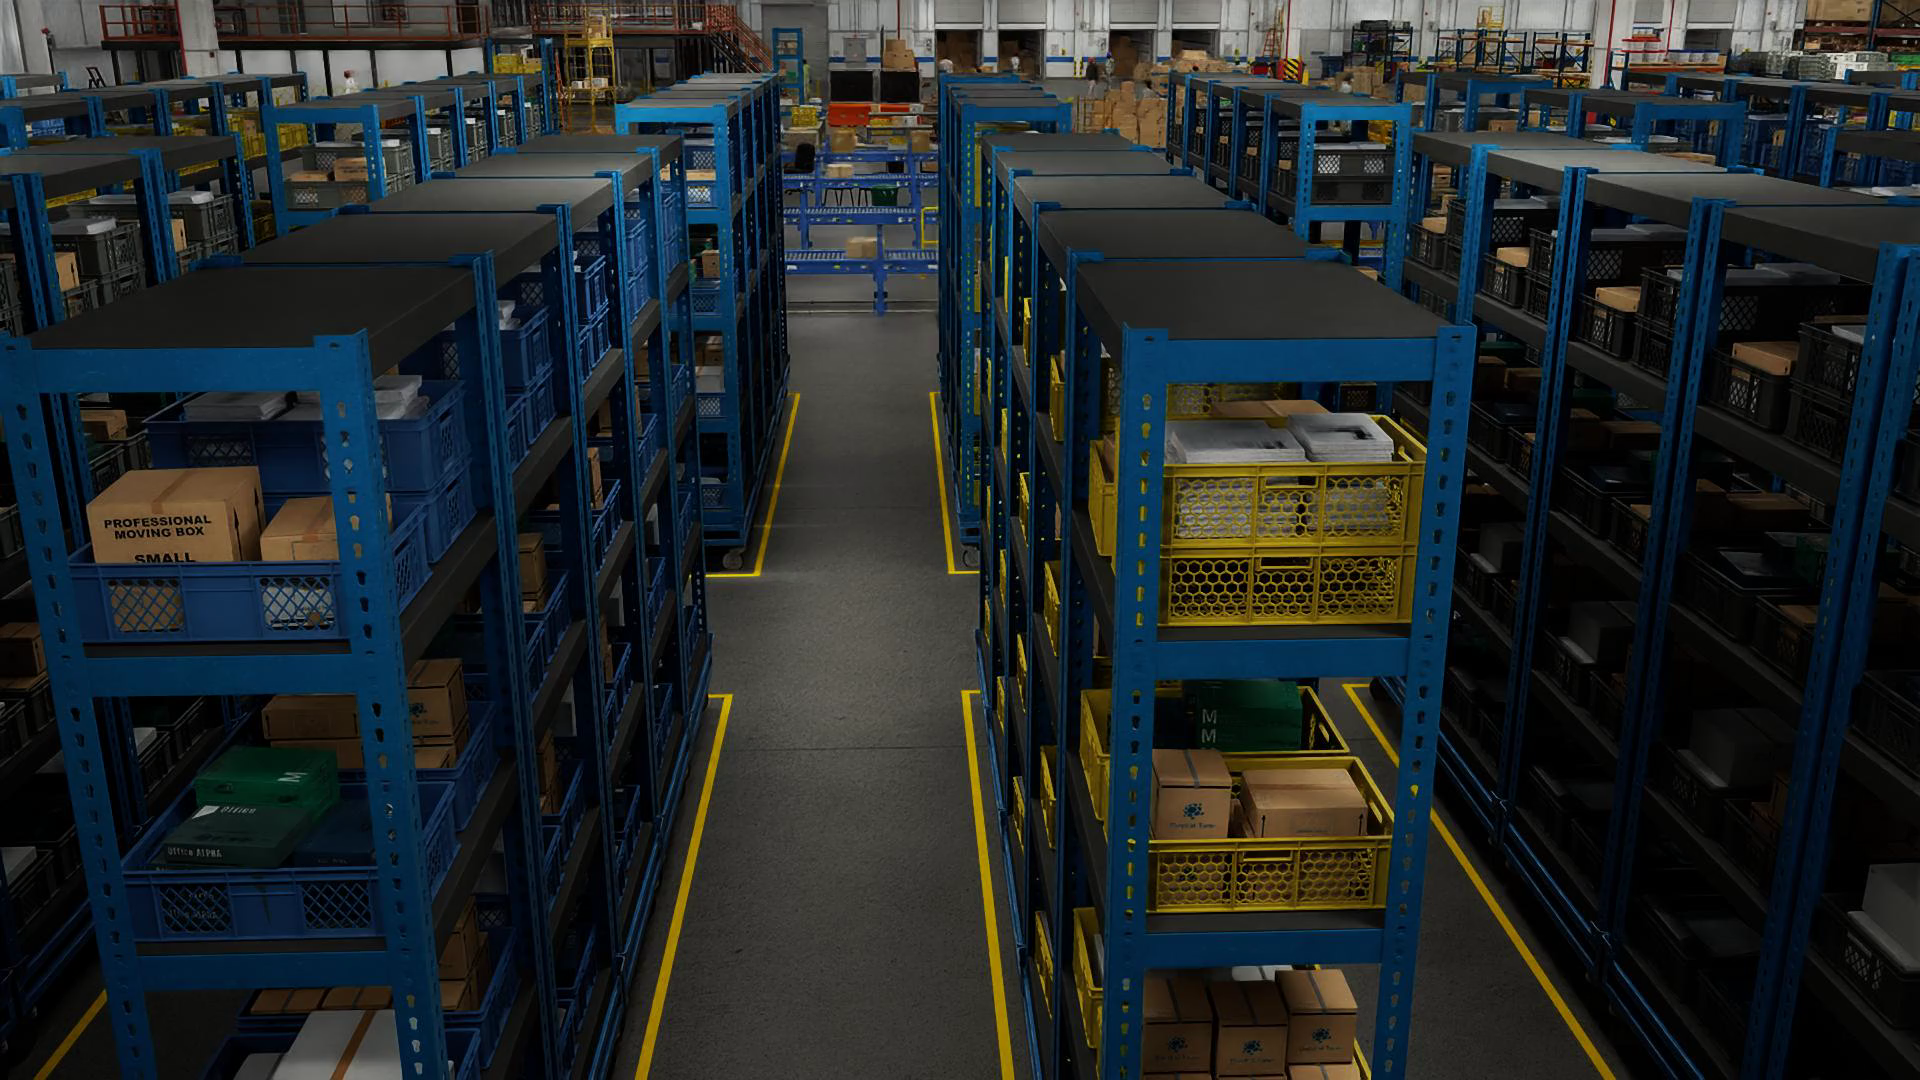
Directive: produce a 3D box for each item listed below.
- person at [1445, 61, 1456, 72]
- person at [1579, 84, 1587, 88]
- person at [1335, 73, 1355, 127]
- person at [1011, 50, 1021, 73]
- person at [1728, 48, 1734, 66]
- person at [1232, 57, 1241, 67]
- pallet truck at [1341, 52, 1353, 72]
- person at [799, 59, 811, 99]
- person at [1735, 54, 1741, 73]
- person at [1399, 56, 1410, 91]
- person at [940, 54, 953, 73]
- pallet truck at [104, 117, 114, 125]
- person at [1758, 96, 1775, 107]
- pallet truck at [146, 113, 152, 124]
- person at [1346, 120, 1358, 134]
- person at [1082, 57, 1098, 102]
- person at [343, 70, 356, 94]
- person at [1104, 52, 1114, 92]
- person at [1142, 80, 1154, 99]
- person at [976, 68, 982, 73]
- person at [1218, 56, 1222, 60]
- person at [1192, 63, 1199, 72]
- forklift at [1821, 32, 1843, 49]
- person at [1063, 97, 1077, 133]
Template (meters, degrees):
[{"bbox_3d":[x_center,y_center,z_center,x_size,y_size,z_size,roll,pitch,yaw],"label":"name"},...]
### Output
[{"bbox_3d":[22.582,-21.174,76.626,0.536,1.774,0.444,6,19,19],"label":"person"},{"bbox_3d":[20.204,-13.859,53.887,0.856,1.800,0.585,12,22,34],"label":"person"},{"bbox_3d":[13.413,-15.124,57.408,0.915,2.000,0.709,3,18,8],"label":"person"},{"bbox_3d":[2.964,-25.292,89.152,1.041,1.881,0.546,11,21,30],"label":"person"},{"bbox_3d":[41.709,-25.660,90.203,0.367,1.932,0.623,2,18,5],"label":"person"},{"bbox_3d":[12.736,-21.289,76.715,0.634,1.904,0.590,9,20,27],"label":"person"},{"bbox_3d":[18.794,-23.123,82.231,0.823,1.965,1.885,-13,22,-35],"label":"pallet truck"},{"bbox_3d":[-7.200,-21.321,76.939,0.628,1.829,0.454,-7,19,-21],"label":"person"},{"bbox_3d":[38.344,-22.892,81.700,0.879,1.881,0.718,-7,19,-21],"label":"person"},{"bbox_3d":[22.545,-23.674,84.412,0.536,1.699,0.321,3,18,8],"label":"person"},{"bbox_3d":[-0.664,-22.563,80.636,0.643,1.920,0.459,1,18,4],"label":"person"},{"bbox_3d":[-18.367,-7.885,35.078,1.885,1.965,0.823,1,18,2],"label":"pallet truck"},{"bbox_3d":[32.939,-18.394,67.786,0.921,1.897,0.536,6,19,18],"label":"person"},{"bbox_3d":[-18.087,-8.309,36.390,1.885,1.965,0.823,-1,18,-4],"label":"pallet truck"},{"bbox_3d":[11.929,-12.700,50.513,0.525,1.663,0.850,0,18,2],"label":"person"},{"bbox_3d":[5.888,-20.831,75.228,1.025,1.938,0.638,-12,21,-32],"label":"person"},{"bbox_3d":[-23.171,-16.803,62.902,0.868,1.849,0.612,-2,18,-7],"label":"person"},{"bbox_3d":[7.464,-23.453,83.330,0.397,1.946,0.617,-8,20,-23],"label":"person"},{"bbox_3d":[6.280,-14.485,55.800,0.536,1.821,1.014,15,23,40],"label":"person"},{"bbox_3d":[0.744,-17.414,64.793,0.506,1.861,0.333,-14,22,-36],"label":"person"},{"bbox_3d":[13.075,-23.298,83.196,0.515,1.730,0.492,-2,18,-6],"label":"person"},{"bbox_3d":[9.268,-17.792,65.687,0.603,2.034,0.417,5,19,15],"label":"person"},{"bbox_3d":[46.003,-25.465,88.067,1.129,2.768,1.873,-1,18,-2],"label":"forklift"},{"bbox_3d":[3.144,-11.588,46.921,0.554,1.745,0.621,-12,21,-33],"label":"person"}]
